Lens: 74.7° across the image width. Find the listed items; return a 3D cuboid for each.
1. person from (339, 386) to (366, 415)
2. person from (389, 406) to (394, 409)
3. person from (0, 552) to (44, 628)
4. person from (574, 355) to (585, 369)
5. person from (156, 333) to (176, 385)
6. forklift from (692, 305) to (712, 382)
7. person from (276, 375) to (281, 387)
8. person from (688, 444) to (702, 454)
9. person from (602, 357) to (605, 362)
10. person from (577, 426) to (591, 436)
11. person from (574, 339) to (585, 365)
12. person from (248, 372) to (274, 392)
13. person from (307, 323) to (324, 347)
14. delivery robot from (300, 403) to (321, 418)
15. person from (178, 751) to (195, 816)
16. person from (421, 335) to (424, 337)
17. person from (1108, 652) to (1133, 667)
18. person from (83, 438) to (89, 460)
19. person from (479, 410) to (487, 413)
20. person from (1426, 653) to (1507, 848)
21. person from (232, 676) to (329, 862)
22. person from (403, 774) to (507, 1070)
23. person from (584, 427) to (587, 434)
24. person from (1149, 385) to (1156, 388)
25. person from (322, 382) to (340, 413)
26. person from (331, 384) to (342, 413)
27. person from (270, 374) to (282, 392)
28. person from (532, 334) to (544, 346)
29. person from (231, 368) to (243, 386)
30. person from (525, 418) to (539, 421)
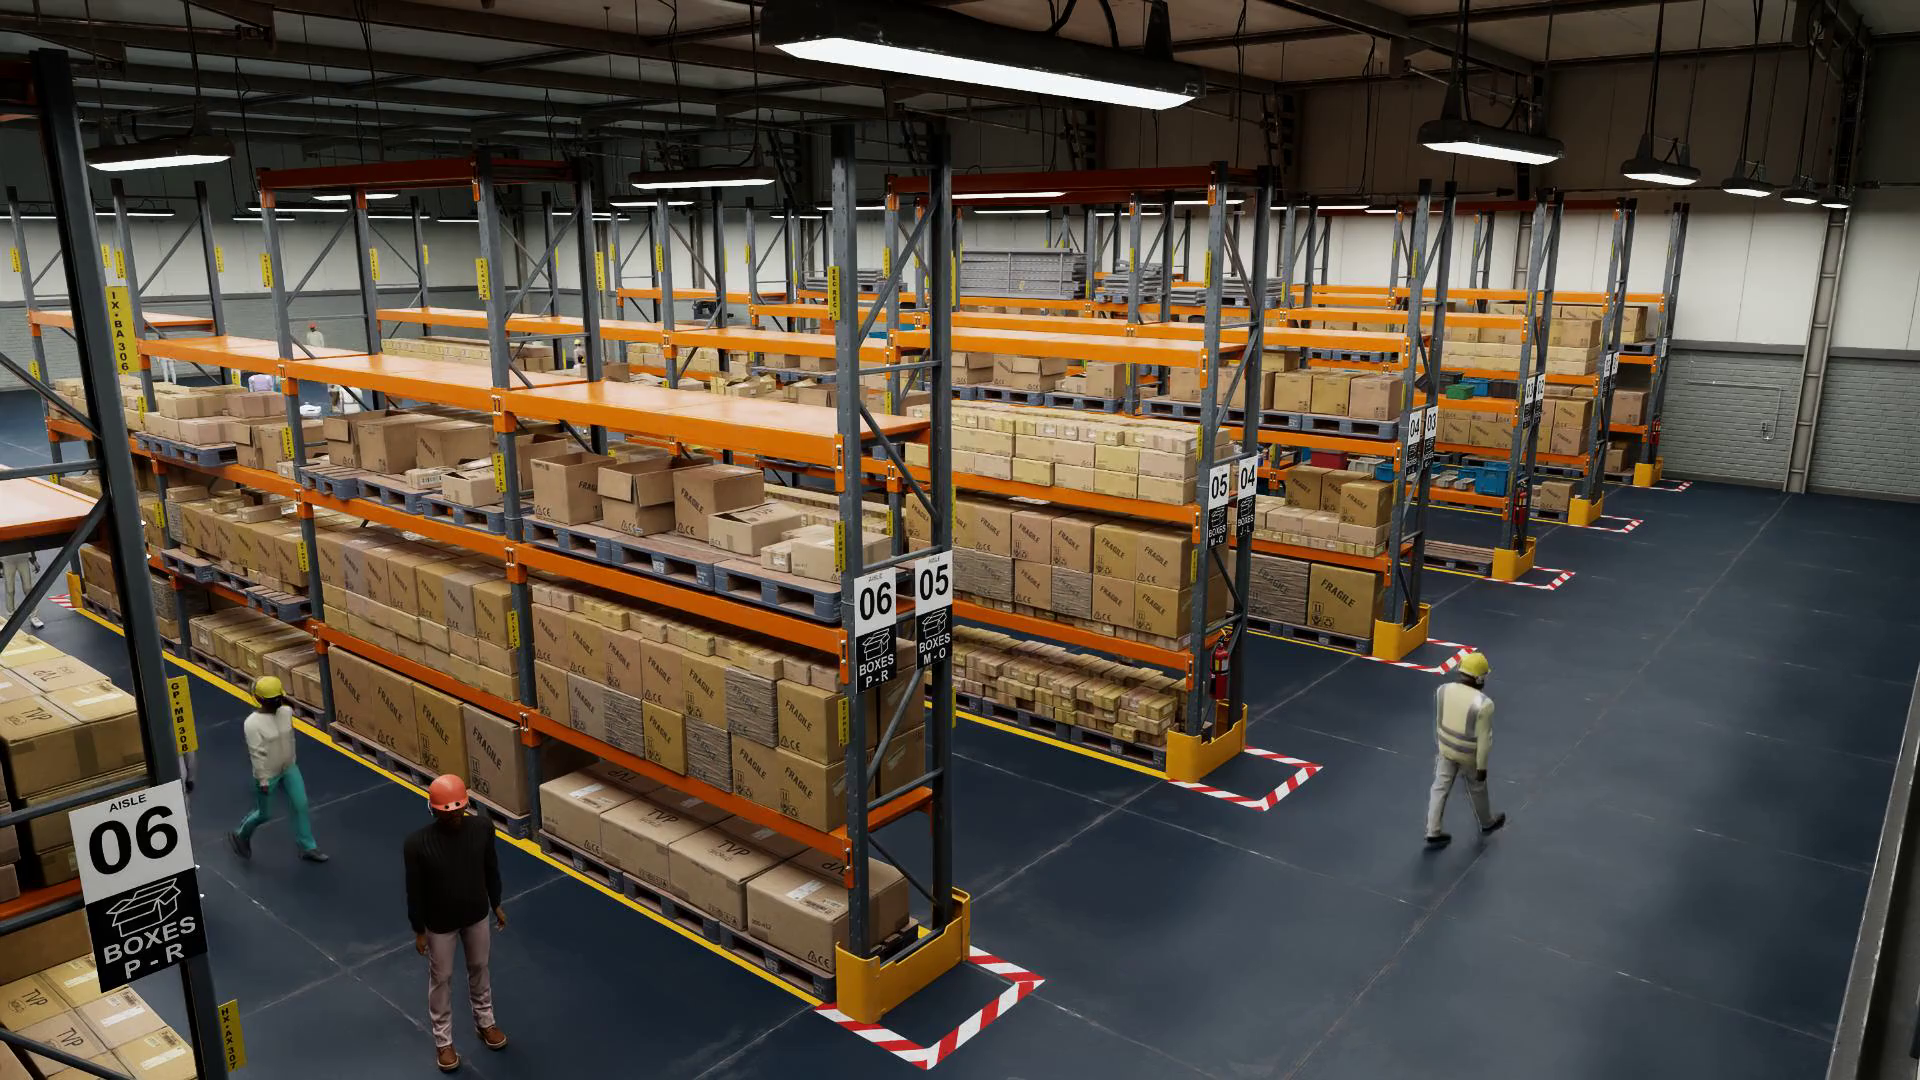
[{"bbox_3d":[-15.531,-3.318,32.330,0.568,1.890,0.946,0,14,1],"label":"person"},{"bbox_3d":[-16.715,-4.367,36.672,0.650,1.883,0.810,-5,14,-18],"label":"person"},{"bbox_3d":[-13.064,0.319,17.426,0.327,1.869,0.520,12,18,41],"label":"person"},{"bbox_3d":[-11.324,-4.630,37.792,0.516,1.865,0.329,5,15,20],"label":"person"},{"bbox_3d":[-28.460,-6.452,45.130,0.372,1.940,0.632,11,17,38],"label":"person"},{"bbox_3d":[-9.511,-7.392,47.124,1.873,2.768,1.129,11,17,38],"label":"forklift"},{"bbox_3d":[-21.100,-4.994,39.210,0.889,1.898,0.556,6,15,22],"label":"person"},{"bbox_3d":[-4.682,-0.905,22.574,0.606,1.821,0.442,-11,18,-39],"label":"person"},{"bbox_3d":[-11.175,-4.872,39.106,0.886,1.702,0.490,10,17,34],"label":"person"},{"bbox_3d":[-9.281,-3.063,31.167,0.605,1.948,0.384,-13,19,-43],"label":"person"},{"bbox_3d":[-13.460,-6.251,44.712,0.760,1.739,0.533,7,15,26],"label":"person"},{"bbox_3d":[-19.219,-3.909,34.700,0.589,1.924,0.384,-8,16,-29],"label":"person"},{"bbox_3d":[-25.413,-7.583,49.696,0.621,1.977,0.534,2,14,6],"label":"person"},{"bbox_3d":[-19.151,-3.791,36.963,0.707,0.478,0.477,-4,14,-16],"label":"delivery robot"},{"bbox_3d":[-6.729,1.987,10.550,0.564,1.872,1.000,-12,18,-40],"label":"person"},{"bbox_3d":[-20.096,-6.930,47.664,0.794,1.667,0.533,-4,14,-17],"label":"person"},{"bbox_3d":[2.006,0.623,15.953,0.642,1.967,0.814,-8,16,-30],"label":"person"},{"bbox_3d":[-17.965,-1.876,26.380,0.907,1.916,0.644,5,15,21],"label":"person"},{"bbox_3d":[-11.998,-3.163,31.850,0.961,1.832,0.536,-7,16,-28],"label":"person"},{"bbox_3d":[4.562,1.855,11.262,0.898,1.785,0.621,-8,16,-30],"label":"person"},{"bbox_3d":[-5.973,1.973,10.896,0.772,1.731,0.513,5,15,19],"label":"person"},{"bbox_3d":[-3.304,2.474,8.294,0.608,1.996,0.381,-12,18,-40],"label":"person"},{"bbox_3d":[-10.236,-3.896,34.682,0.407,1.908,0.641,11,17,37],"label":"person"},{"bbox_3d":[4.788,-3.156,31.576,0.542,1.938,0.357,-7,15,-26],"label":"person"},{"bbox_3d":[-19.378,-4.928,38.994,0.604,1.886,0.774,0,14,0],"label":"person"},{"bbox_3d":[-18.850,-4.849,38.433,0.925,1.980,0.717,0,14,-1],"label":"person"},{"bbox_3d":[-21.754,-5.143,40.083,1.034,1.795,0.575,-6,15,-24],"label":"person"},{"bbox_3d":[-16.286,-7.118,48.548,0.723,1.605,0.521,13,19,43],"label":"person"},{"bbox_3d":[-24.796,-5.782,43.008,0.538,1.623,0.432,-4,14,-16],"label":"person"},{"bbox_3d":[-11.410,-3.547,33.455,0.657,1.801,0.933,-5,15,-20],"label":"person"}]
